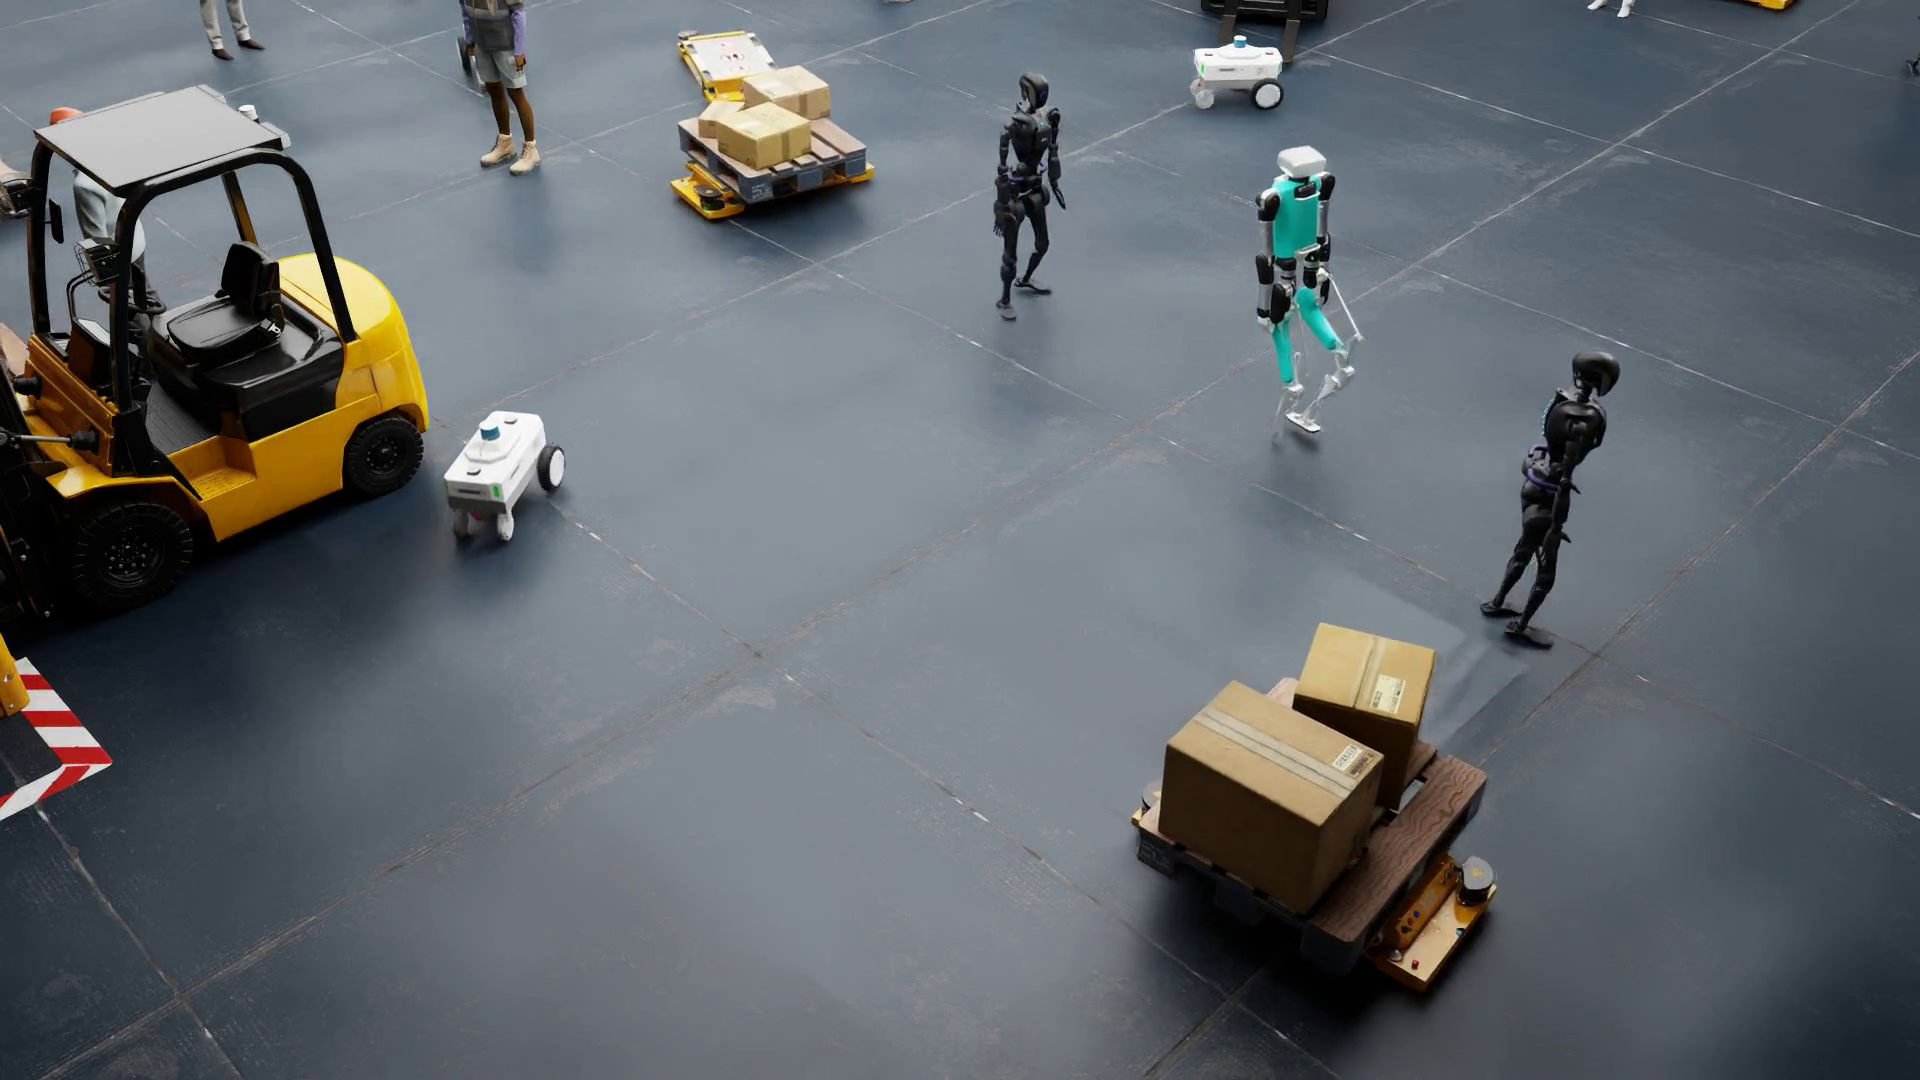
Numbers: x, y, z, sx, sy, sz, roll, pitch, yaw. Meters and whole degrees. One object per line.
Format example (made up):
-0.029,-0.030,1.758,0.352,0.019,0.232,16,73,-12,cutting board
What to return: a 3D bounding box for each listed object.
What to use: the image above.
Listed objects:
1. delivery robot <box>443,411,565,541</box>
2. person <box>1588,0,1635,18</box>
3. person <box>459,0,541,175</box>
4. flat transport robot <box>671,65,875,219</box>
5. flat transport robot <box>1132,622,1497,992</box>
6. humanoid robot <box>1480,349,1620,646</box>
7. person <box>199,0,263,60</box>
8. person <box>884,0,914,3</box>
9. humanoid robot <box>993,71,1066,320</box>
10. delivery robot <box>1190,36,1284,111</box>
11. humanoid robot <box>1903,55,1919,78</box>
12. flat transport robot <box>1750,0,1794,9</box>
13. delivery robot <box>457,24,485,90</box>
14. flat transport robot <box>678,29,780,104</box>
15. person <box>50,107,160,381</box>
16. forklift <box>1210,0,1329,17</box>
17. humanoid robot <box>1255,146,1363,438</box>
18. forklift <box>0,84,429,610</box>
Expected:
-2.580,-0.402,9.297,0.499,0.595,0.797,6,37,8,delivery robot
6.262,-5.733,15.533,0.517,1.633,0.316,31,46,34,person
-3.535,-3.782,12.580,0.613,2.042,0.370,21,42,26,person
-1.431,-2.812,12.761,1.431,0.231,0.659,-21,42,-26,flat transport robot
1.514,1.342,7.200,1.431,0.231,0.659,27,44,31,flat transport robot
2.874,-0.225,8.121,0.364,1.650,0.590,9,38,12,humanoid robot
-6.593,-5.152,14.640,0.384,1.776,0.544,28,45,32,person
-0.676,-6.112,15.789,0.371,1.934,0.627,-14,39,-17,person
0.414,-2.283,10.871,0.597,1.641,0.375,-30,46,-34,humanoid robot
2.354,-3.950,14.050,0.802,0.600,0.499,-2,37,-2,delivery robot
8.435,-4.609,14.042,0.602,1.639,0.787,-5,37,-7,humanoid robot
7.532,-5.561,16.440,1.431,0.231,0.659,26,44,30,flat transport robot
-4.114,-4.307,14.518,0.499,0.589,0.792,-12,39,-16,delivery robot
-2.008,-4.145,14.545,0.659,0.231,1.431,-12,38,-15,flat transport robot
-5.186,-1.805,10.184,0.347,1.739,0.571,-4,37,-5,person
3.106,-6.400,15.960,1.214,2.155,2.313,8,37,10,forklift
2.030,-1.278,9.531,0.539,1.844,0.752,-23,42,-28,humanoid robot
-4.145,-1.093,8.856,2.313,2.155,1.214,-31,47,-34,forklift
